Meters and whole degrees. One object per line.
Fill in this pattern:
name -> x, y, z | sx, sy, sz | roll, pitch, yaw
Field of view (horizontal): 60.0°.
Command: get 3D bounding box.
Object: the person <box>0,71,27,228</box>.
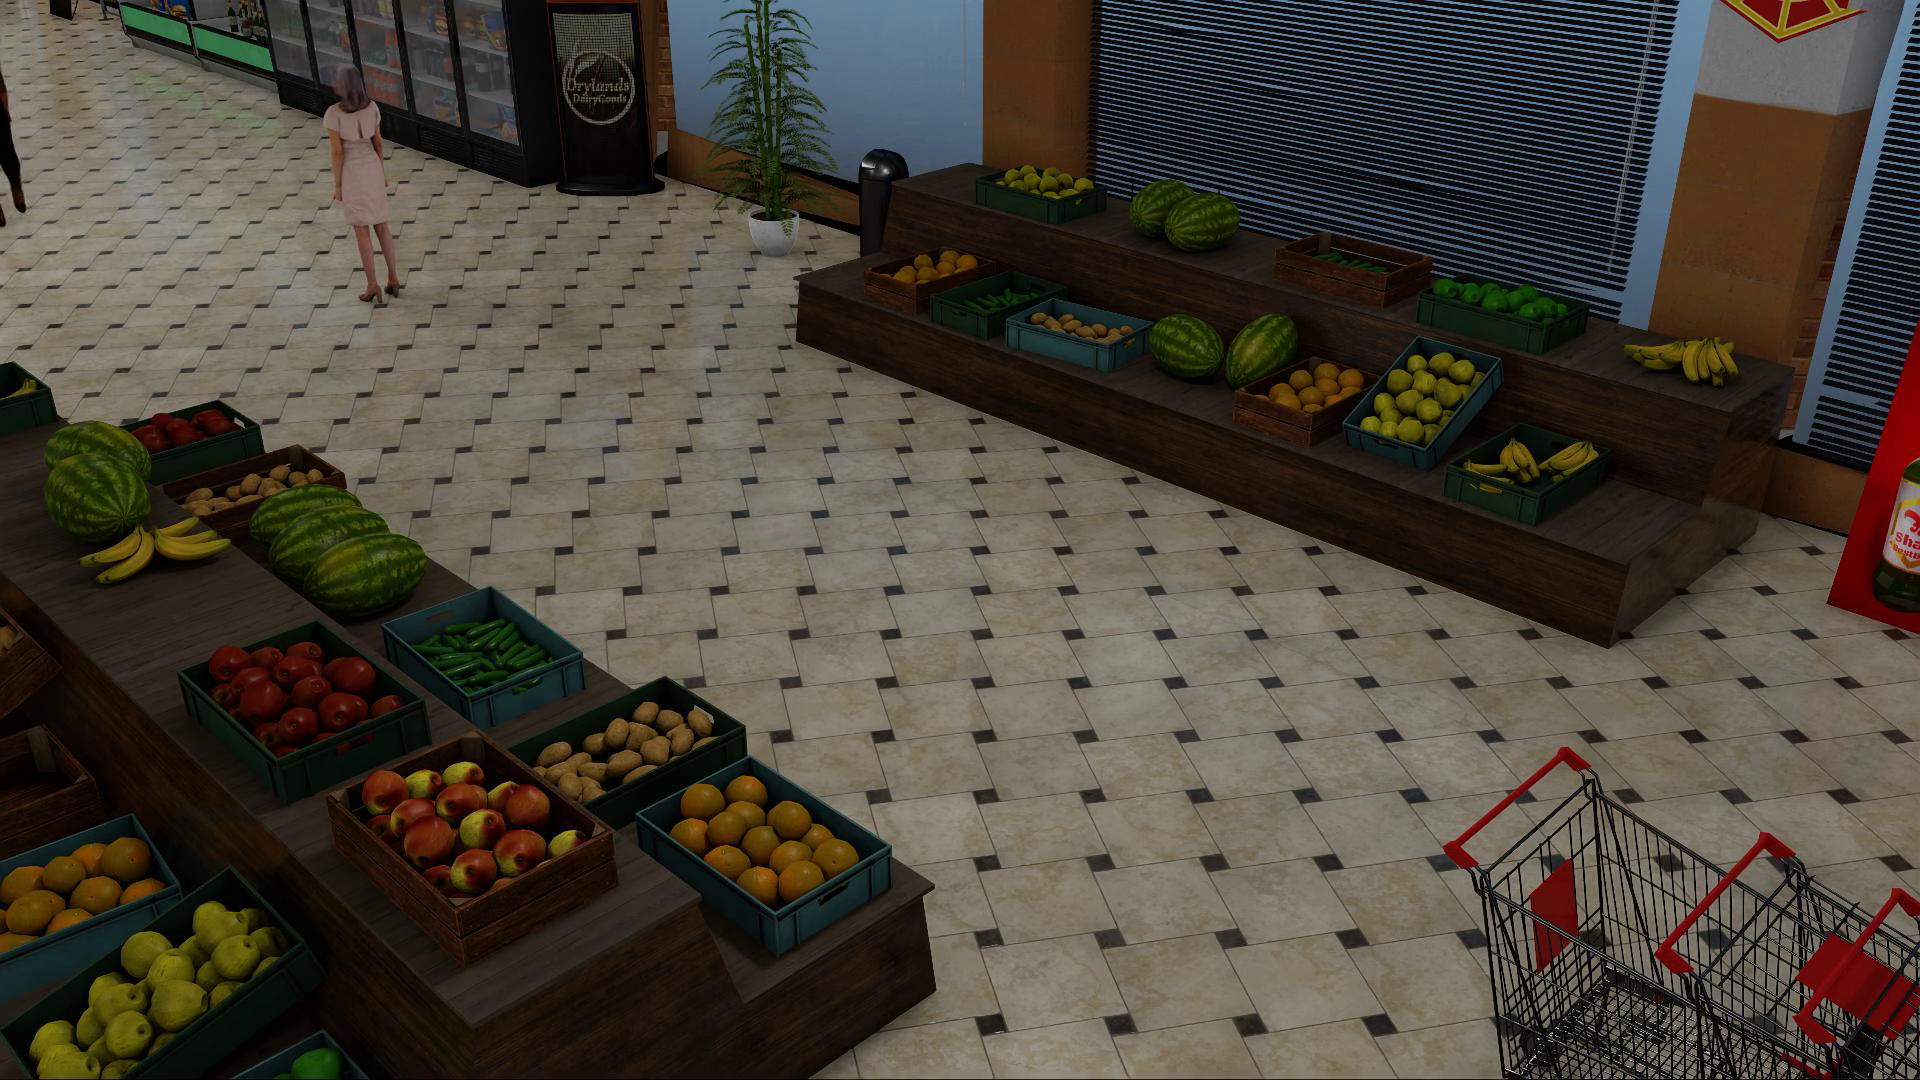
person -> -8.217, -3.554, 13.928 | 0.746, 1.830, 0.780 | -13, 30, -24

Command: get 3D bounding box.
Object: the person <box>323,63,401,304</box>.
person -> -4.367, -2.604, 12.158 | 0.565, 1.736, 0.616 | 20, 33, 34
